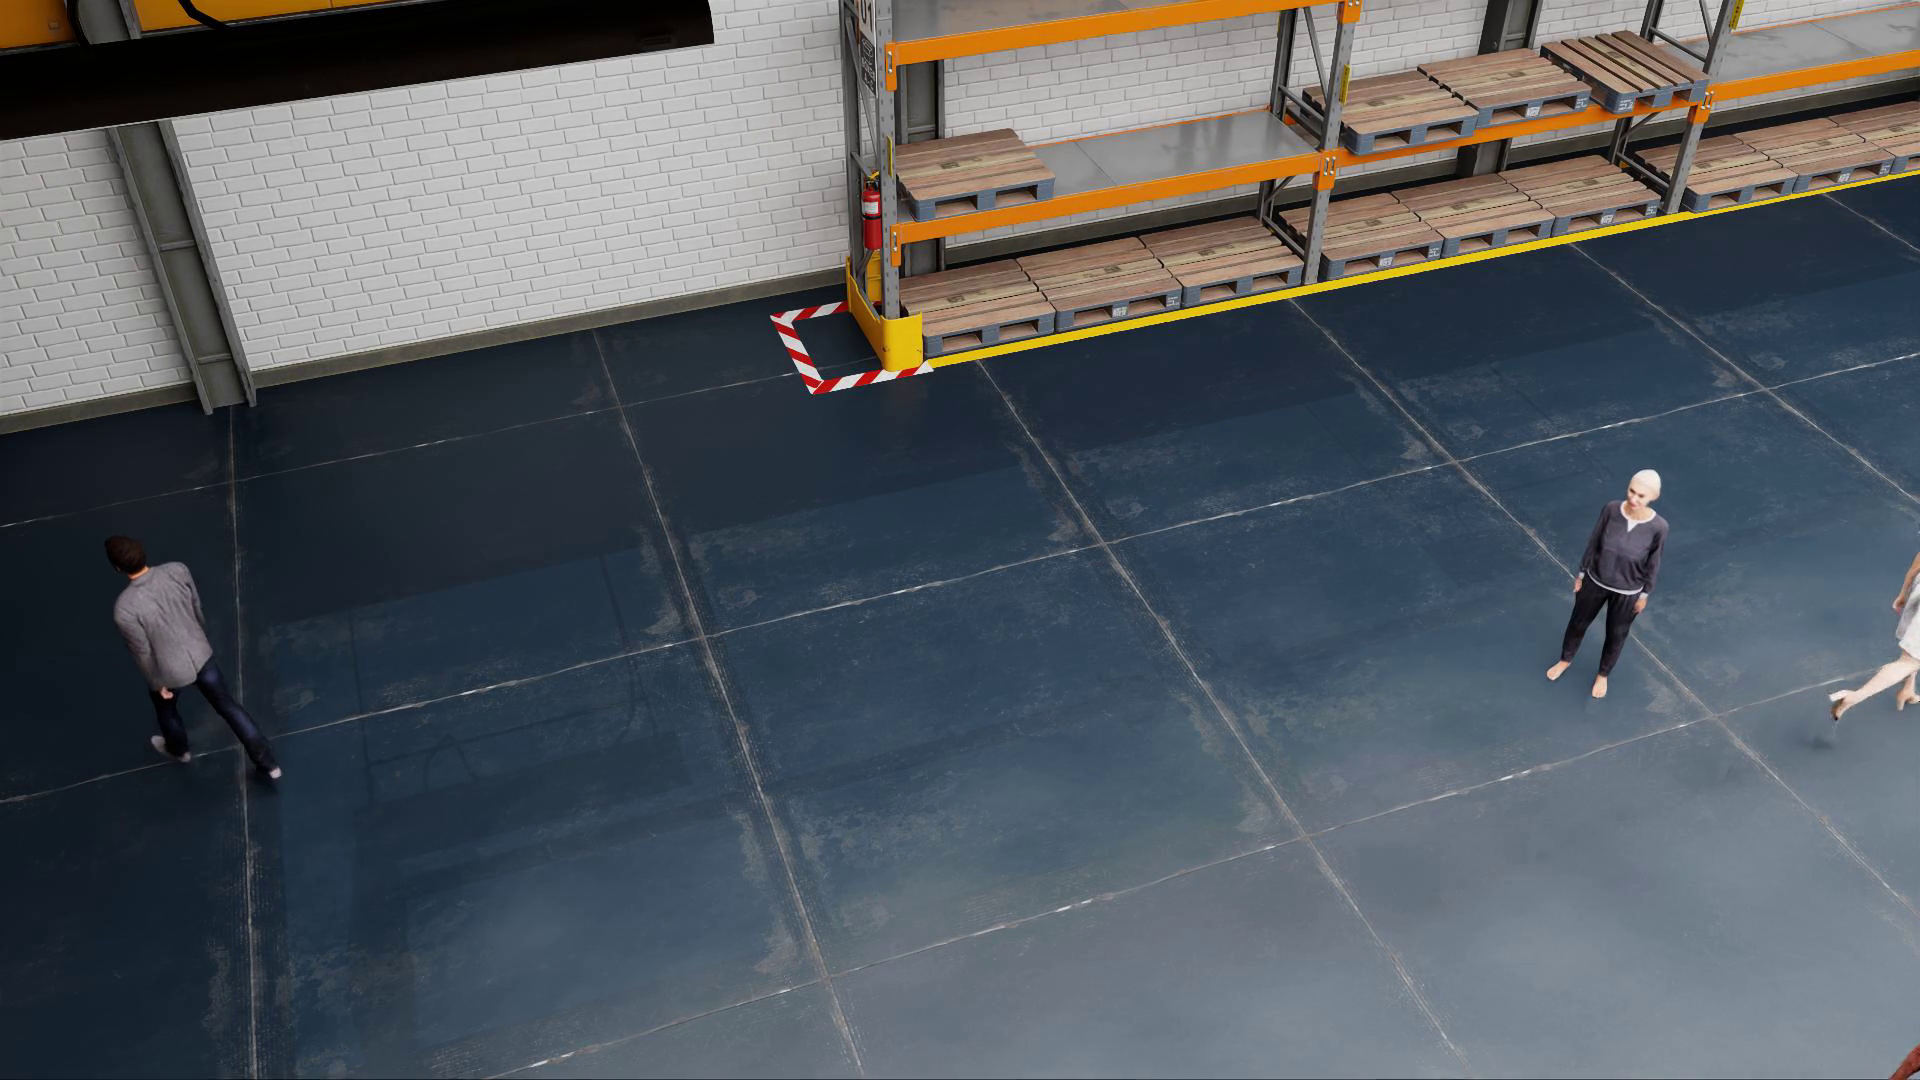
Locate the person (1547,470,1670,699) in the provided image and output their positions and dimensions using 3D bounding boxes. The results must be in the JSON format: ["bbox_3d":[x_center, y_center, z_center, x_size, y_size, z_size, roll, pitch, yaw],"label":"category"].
[{"bbox_3d":[4.155,0.249,10.547,0.691,1.726,0.713,23,44,26],"label":"person"}]

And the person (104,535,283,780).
[{"bbox_3d":[-4.544,0.746,9.841,1.211,1.830,1.245,23,44,26],"label":"person"}]

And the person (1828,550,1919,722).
[{"bbox_3d":[5.914,0.486,10.234,1.103,1.747,0.621,-14,41,-17],"label":"person"}]
